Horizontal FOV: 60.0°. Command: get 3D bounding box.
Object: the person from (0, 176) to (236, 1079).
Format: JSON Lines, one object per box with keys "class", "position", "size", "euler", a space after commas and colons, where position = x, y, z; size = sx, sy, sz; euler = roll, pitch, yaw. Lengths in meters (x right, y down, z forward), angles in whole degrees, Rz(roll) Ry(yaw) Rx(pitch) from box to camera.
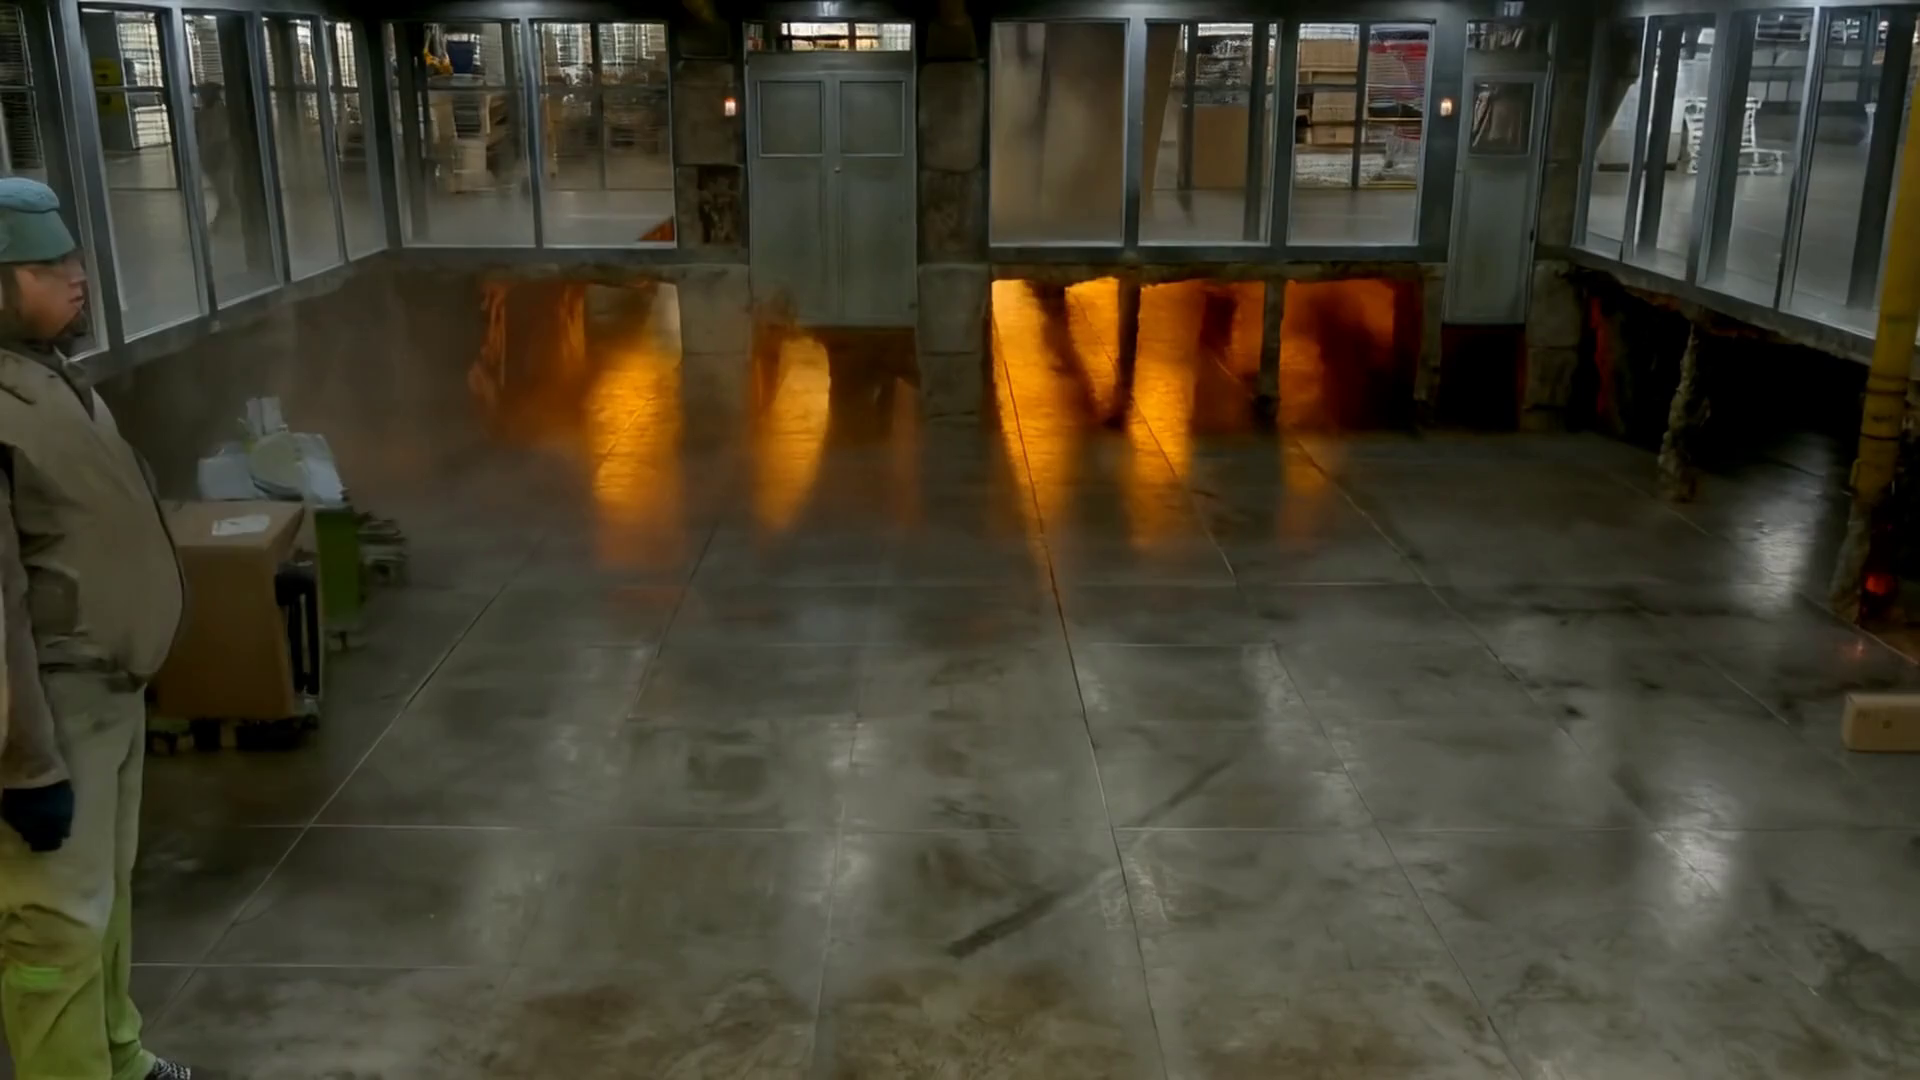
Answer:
{"class": "person", "position": [-1.624, 0.308, 3.057], "size": [0.404, 1.911, 0.636], "euler": [-4, 17, -14]}
